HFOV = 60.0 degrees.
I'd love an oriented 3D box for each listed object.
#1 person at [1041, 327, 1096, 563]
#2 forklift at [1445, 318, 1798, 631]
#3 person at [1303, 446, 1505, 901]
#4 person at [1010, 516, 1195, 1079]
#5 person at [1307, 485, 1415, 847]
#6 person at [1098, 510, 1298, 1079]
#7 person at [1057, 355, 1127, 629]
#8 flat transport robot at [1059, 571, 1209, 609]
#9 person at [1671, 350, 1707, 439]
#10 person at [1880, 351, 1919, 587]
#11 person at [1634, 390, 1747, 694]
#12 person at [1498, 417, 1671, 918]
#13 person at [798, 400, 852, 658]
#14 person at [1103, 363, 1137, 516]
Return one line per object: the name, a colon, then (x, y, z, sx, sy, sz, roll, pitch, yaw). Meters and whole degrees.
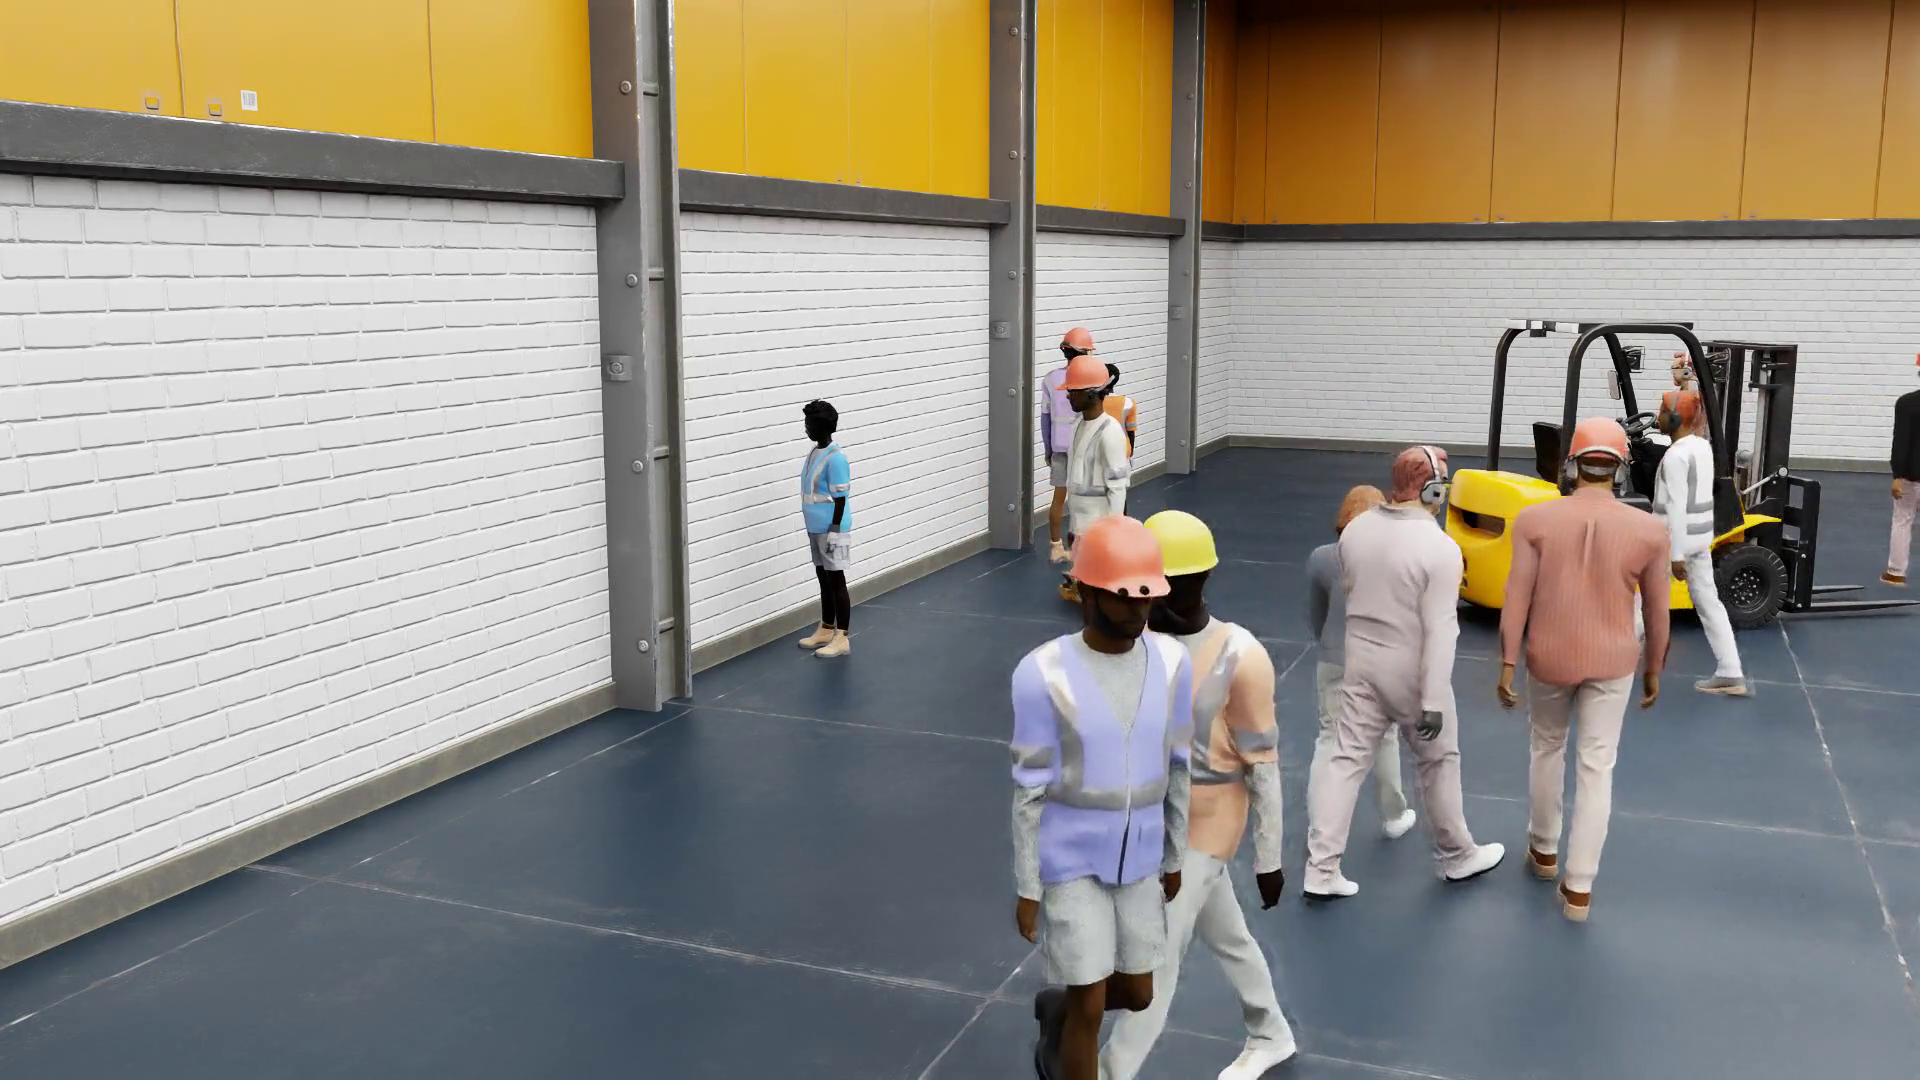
person: (0.987, -0.799, 14.276, 0.613, 2.041, 0.393, 8, 12, 40)
forklift: (4.706, -0.497, 11.990, 2.313, 2.155, 1.214, -2, 10, -10)
person: (1.800, 0.538, 6.744, 1.004, 1.852, 0.661, -6, 11, -32)
person: (0.358, 0.852, 4.681, 0.556, 1.920, 0.692, -4, 10, -22)
person: (1.754, 0.557, 7.367, 0.521, 1.608, 0.629, 8, 12, 41)
person: (0.657, 0.830, 4.948, 1.057, 1.865, 0.588, -5, 11, -28)
person: (0.774, -0.076, 9.910, 0.394, 2.040, 0.609, -3, 10, -16)
flat transport robot: (1.263, 0.428, 12.197, 0.652, 0.197, 1.431, -3, 10, -15)
person: (5.759, -0.559, 13.250, 0.400, 1.905, 0.643, 2, 10, 10)
person: (7.577, -0.542, 12.956, 0.621, 1.964, 0.957, 1, 9, 6)
person: (4.328, 0.009, 10.055, 0.570, 1.831, 1.010, -8, 13, -42)
person: (2.531, 0.482, 6.767, 0.648, 1.953, 0.849, 3, 10, 19)
person: (-0.886, -0.078, 10.963, 0.321, 1.693, 0.530, -4, 10, -23)
person: (1.333, -0.748, 15.037, 0.535, 1.693, 0.317, 0, 9, -2)
